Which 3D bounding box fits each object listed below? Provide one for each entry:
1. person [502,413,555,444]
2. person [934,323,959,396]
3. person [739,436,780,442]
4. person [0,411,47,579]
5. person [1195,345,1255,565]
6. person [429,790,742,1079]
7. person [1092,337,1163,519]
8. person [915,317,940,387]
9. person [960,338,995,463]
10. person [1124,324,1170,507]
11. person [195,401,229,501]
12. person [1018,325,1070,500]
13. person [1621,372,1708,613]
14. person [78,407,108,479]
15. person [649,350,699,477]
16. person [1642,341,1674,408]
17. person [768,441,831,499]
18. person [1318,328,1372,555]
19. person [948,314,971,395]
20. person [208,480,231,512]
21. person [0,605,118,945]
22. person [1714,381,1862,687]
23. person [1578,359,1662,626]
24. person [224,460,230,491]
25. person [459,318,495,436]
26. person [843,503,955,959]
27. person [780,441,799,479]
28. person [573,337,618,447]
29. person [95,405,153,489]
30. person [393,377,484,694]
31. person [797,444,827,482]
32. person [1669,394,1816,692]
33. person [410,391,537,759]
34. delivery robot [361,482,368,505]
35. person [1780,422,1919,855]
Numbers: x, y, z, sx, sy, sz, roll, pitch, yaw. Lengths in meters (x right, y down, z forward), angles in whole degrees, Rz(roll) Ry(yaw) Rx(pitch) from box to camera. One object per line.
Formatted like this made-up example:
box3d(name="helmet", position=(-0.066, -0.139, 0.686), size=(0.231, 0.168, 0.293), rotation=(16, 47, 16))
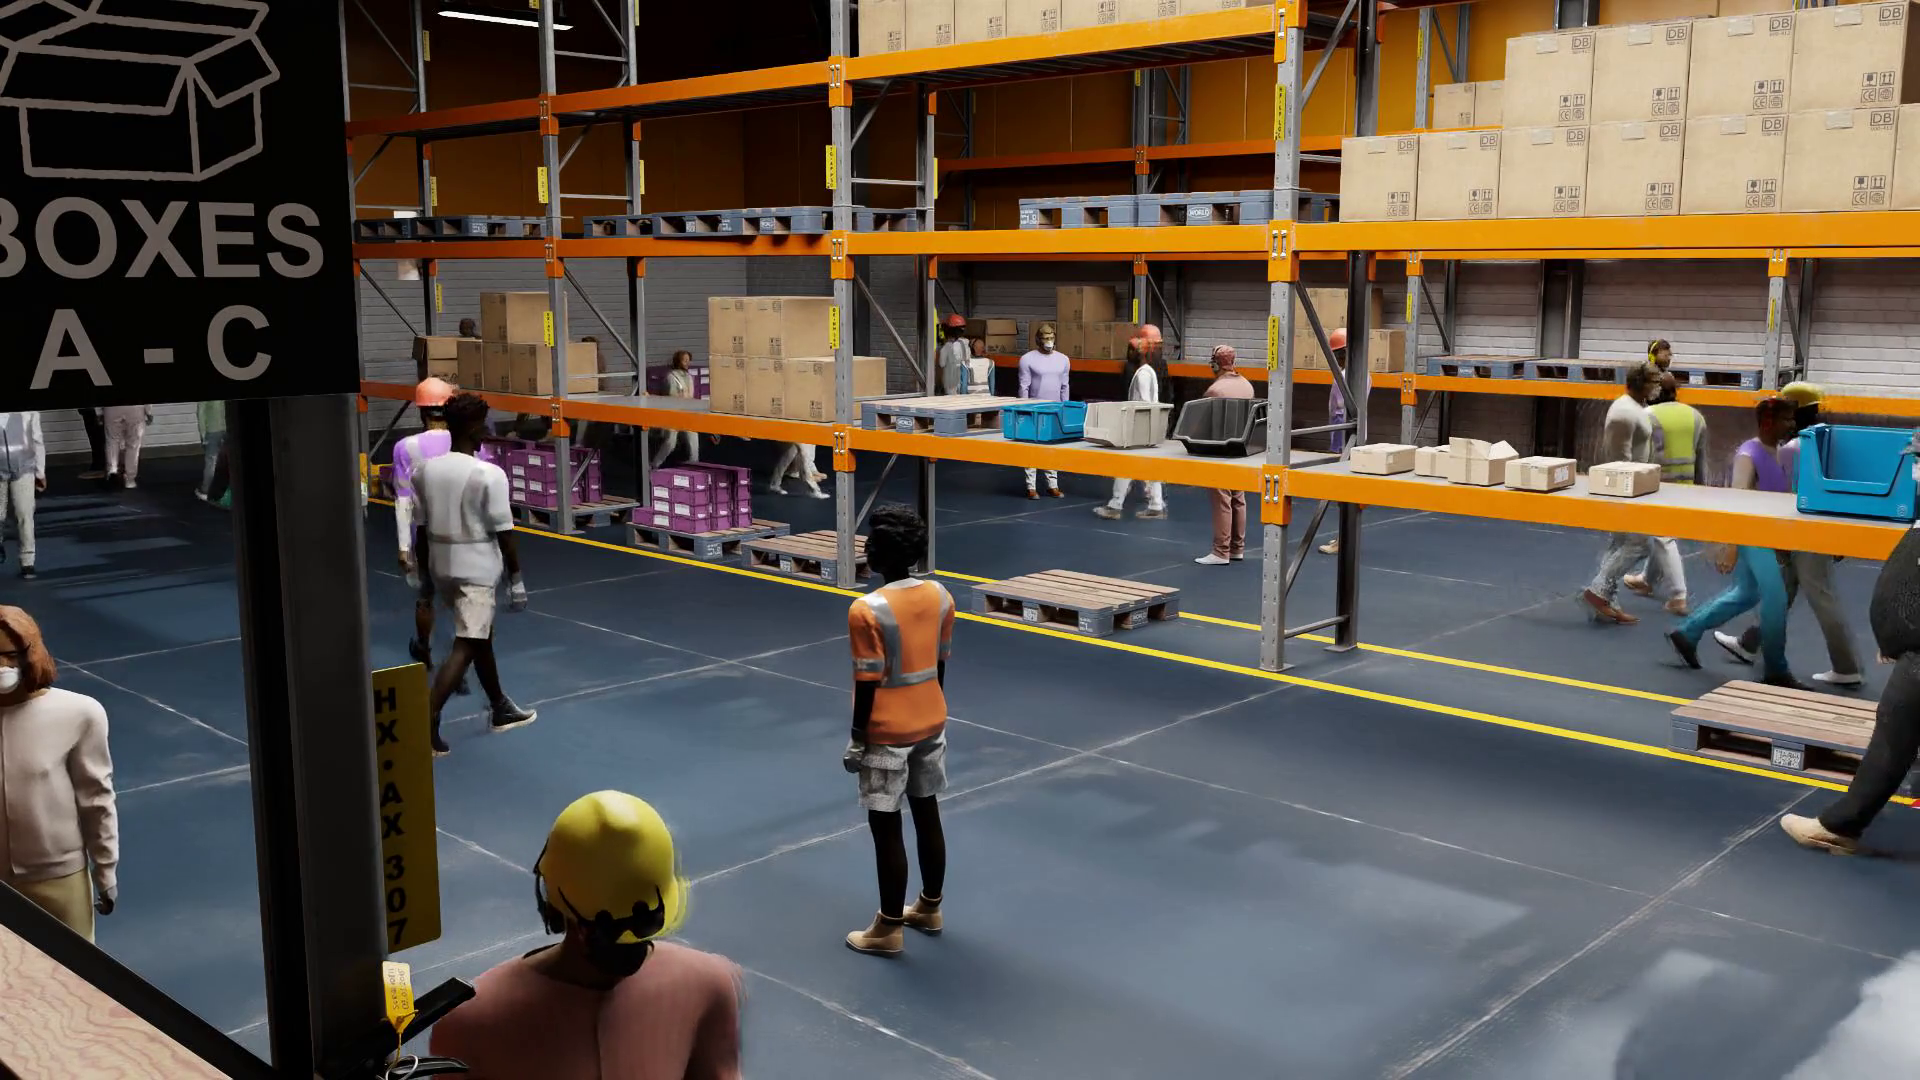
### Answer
box3d(name="person", position=(-6.309, -2.339, 24.045), size=(1.003, 1.970, 0.625), rotation=(-6, 11, -31))
box3d(name="person", position=(-0.219, -2.086, 23.008), size=(0.992, 1.807, 0.549), rotation=(3, 10, 15))
box3d(name="person", position=(-2.982, -2.276, 24.556), size=(0.475, 1.683, 0.950), rotation=(-8, 12, -41))
box3d(name="person", position=(-7.961, -0.592, 13.865), size=(0.600, 1.814, 0.673), rotation=(-6, 11, -34))
box3d(name="person", position=(2.272, -0.732, 14.427), size=(0.403, 1.904, 0.637), rotation=(7, 12, 38))
box3d(name="person", position=(-0.639, 1.242, 2.802), size=(0.620, 1.743, 0.482), rotation=(-5, 11, -30))
box3d(name="person", position=(1.727, -1.133, 17.011), size=(0.833, 1.854, 0.601), rotation=(3, 10, 15))
box3d(name="person", position=(-0.436, -2.188, 23.281), size=(0.386, 1.922, 0.594), rotation=(0, 9, -1))
box3d(name="person", position=(0.233, -1.844, 22.031), size=(0.514, 1.645, 0.307), rotation=(-4, 10, -25))
box3d(name="person", position=(1.985, -1.359, 18.065), size=(0.621, 1.972, 0.771), rotation=(-7, 12, -37))
box3d(name="person", position=(-8.101, -1.190, 18.132), size=(0.520, 1.601, 0.784), rotation=(-9, 13, -43))
box3d(name="person", position=(0.945, -1.415, 18.505), size=(0.630, 1.940, 0.372), rotation=(-4, 10, -24))
box3d(name="person", position=(5.291, -0.371, 12.580), size=(0.632, 1.787, 0.930), rotation=(-3, 10, -17))
box3d(name="person", position=(-10.657, -1.749, 20.370), size=(0.375, 1.997, 0.612), rotation=(-2, 10, -13))
box3d(name="person", position=(-3.371, -1.458, 19.776), size=(0.786, 1.608, 0.522), rotation=(6, 11, 32))
box3d(name="person", position=(6.911, -1.053, 16.590), size=(0.602, 1.864, 0.461), rotation=(-6, 11, -32))
box3d(name="person", position=(-1.839, -1.269, 18.653), size=(0.846, 1.594, 0.499), rotation=(4, 10, 21))
box3d(name="person", position=(3.439, -0.876, 14.909), size=(0.389, 2.034, 0.605), rotation=(6, 11, 32))
box3d(name="person", position=(-0.033, -2.171, 23.148), size=(0.359, 1.936, 0.544), rotation=(2, 10, 15))
box3d(name="person", position=(-7.436, -1.134, 17.468), size=(0.958, 1.708, 0.540), rotation=(2, 10, 15))
box3d(name="person", position=(-2.690, 0.979, 4.782), size=(0.497, 1.625, 0.279), rotation=(-4, 10, -22))
box3d(name="person", position=(5.219, -0.053, 10.381), size=(0.603, 1.859, 1.029), rotation=(-7, 11, -35))
box3d(name="person", position=(4.782, -0.330, 11.903), size=(0.432, 1.916, 0.645), rotation=(4, 10, 24))
box3d(name="person", position=(-8.190, -1.407, 19.126), size=(0.580, 1.721, 0.612), rotation=(7, 12, 37))
box3d(name="person", position=(-6.784, -2.148, 23.141), size=(0.652, 1.889, 0.552), rotation=(2, 10, 14))
box3d(name="person", position=(-0.234, 0.707, 6.228), size=(0.316, 1.697, 0.540), rotation=(7, 12, 37))
box3d(name="person", position=(-2.027, -1.708, 20.383), size=(0.408, 1.913, 0.642), rotation=(-4, 10, -25))
box3d(name="person", position=(-5.248, -2.122, 23.868), size=(0.525, 1.599, 0.839), rotation=(6, 11, 33))
box3d(name="person", position=(-9.671, -1.510, 19.277), size=(0.639, 1.885, 0.474), rotation=(-3, 10, -18))
box3d(name="person", position=(-3.209, -0.050, 10.256), size=(0.572, 1.890, 0.981), rotation=(-5, 10, -28))
box3d(name="person", position=(-1.799, -1.621, 20.083), size=(0.430, 1.838, 0.619), rotation=(2, 9, 11))
box3d(name="person", position=(4.881, -0.011, 10.300), size=(0.859, 1.806, 0.571), rotation=(8, 13, 42))
box3d(name="person", position=(-2.644, 0.170, 8.850), size=(0.618, 1.924, 0.996), rotation=(5, 11, 29))
box3d(name="delivery robot", position=(-6.281, -0.504, 16.862), size=(0.477, 0.478, 0.707), rotation=(-7, 12, -37))
box3d(name="person", position=(4.233, 0.389, 7.129), size=(1.068, 2.000, 0.679), rotation=(5, 11, 29))
